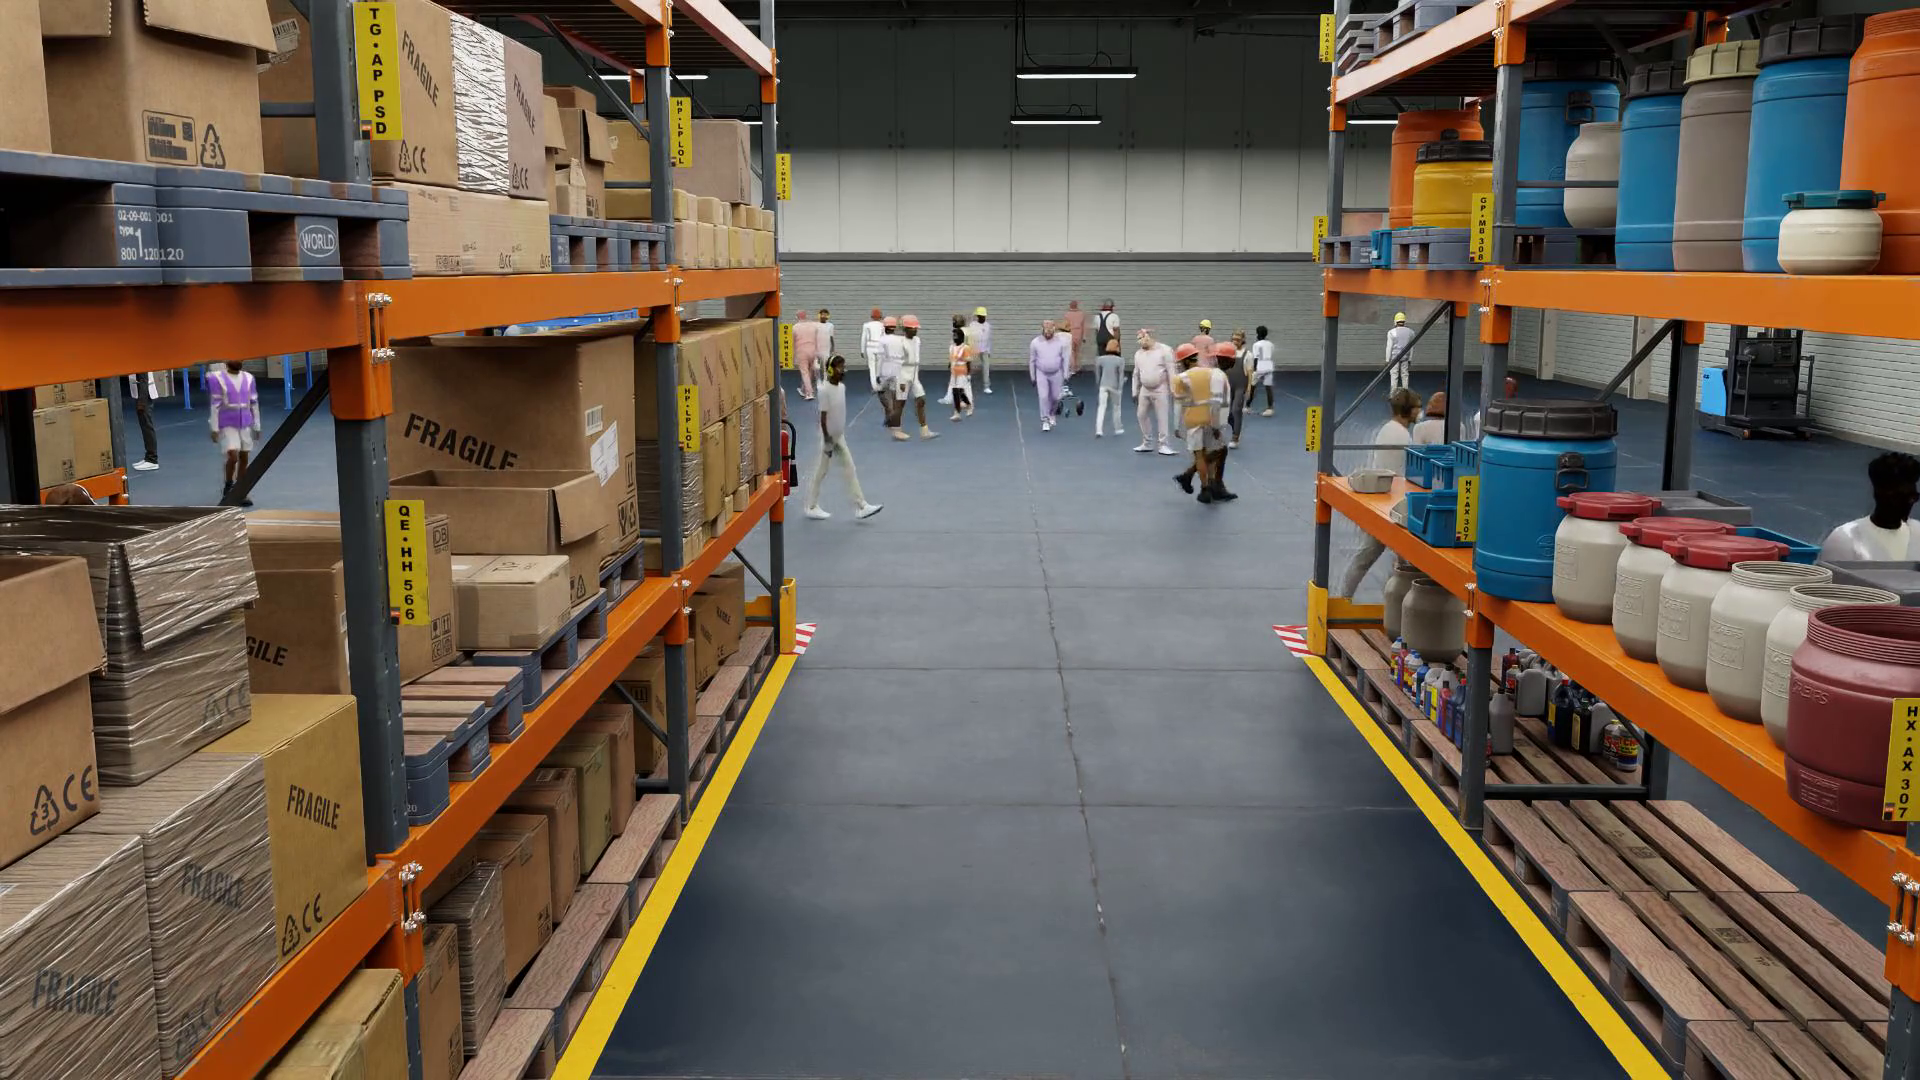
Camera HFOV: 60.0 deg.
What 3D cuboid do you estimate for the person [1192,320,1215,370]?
[{"bbox_3d":[4.681,-3.345,31.927,0.325,1.760,0.523,-9,13,-43],"label":"person"}]

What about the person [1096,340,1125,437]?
[{"bbox_3d":[2.457,-2.499,27.377,0.518,1.585,0.875,4,10,22],"label":"person"}]

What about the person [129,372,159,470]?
[{"bbox_3d":[-11.325,-1.943,23.051,0.392,1.920,0.588,-5,11,-27],"label":"person"}]

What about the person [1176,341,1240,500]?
[{"bbox_3d":[3.006,-1.433,19.986,0.679,1.921,0.572,2,10,14],"label":"person"}]

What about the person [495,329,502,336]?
[{"bbox_3d":[-10.862,-4.704,39.542,0.479,1.933,0.627,0,9,-2],"label":"person"}]

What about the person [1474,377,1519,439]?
[{"bbox_3d":[4.739,-0.530,14.846,0.966,1.849,0.593,-5,11,-29],"label":"person"}]

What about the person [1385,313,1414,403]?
[{"bbox_3d":[8.926,-3.702,33.839,0.588,1.834,0.403,-2,10,-13],"label":"person"}]

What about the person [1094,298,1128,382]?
[{"bbox_3d":[3.548,-4.661,39.094,0.703,2.000,0.825,8,13,41],"label":"person"}]

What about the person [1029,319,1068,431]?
[{"bbox_3d":[1.505,-2.824,28.408,0.666,1.887,0.545,-1,9,-3],"label":"person"}]

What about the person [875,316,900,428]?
[{"bbox_3d":[-1.217,-2.913,28.849,0.580,1.917,0.415,-6,11,-32],"label":"person"}]

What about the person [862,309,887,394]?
[{"bbox_3d":[-1.847,-4.135,36.417,0.584,1.851,0.955,-1,10,-8],"label":"person"}]

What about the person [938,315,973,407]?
[{"bbox_3d":[-0.113,-3.555,33.001,0.856,1.808,0.645,2,10,10],"label":"person"}]

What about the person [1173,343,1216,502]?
[{"bbox_3d":[2.837,-1.408,19.949,0.583,1.881,0.531,-4,10,-22],"label":"person"}]

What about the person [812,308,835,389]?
[{"bbox_3d":[-3.008,-4.167,36.590,0.521,1.846,0.507,-1,10,-6],"label":"person"}]

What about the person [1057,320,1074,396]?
[{"bbox_3d":[2.236,-3.906,35.707,0.507,1.617,0.362,9,13,44],"label":"person"}]

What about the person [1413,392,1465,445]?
[{"bbox_3d":[4.522,-0.586,15.773,0.505,1.633,0.279,0,9,0],"label":"person"}]

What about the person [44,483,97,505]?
[{"bbox_3d":[-4.073,0.652,7.736,0.622,1.845,0.429,-3,10,-15],"label":"person"}]

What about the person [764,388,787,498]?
[{"bbox_3d":[-2.262,-1.265,19.828,0.523,1.636,0.310,9,13,43],"label":"person"}]

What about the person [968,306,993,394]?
[{"bbox_3d":[0.401,-4.200,36.652,0.598,1.899,0.884,-6,11,-32],"label":"person"}]

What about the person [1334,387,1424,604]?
[{"bbox_3d":[3.358,-0.235,12.904,1.007,1.891,0.648,1,10,7],"label":"person"}]

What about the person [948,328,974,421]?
[{"bbox_3d":[-0.007,-2.991,30.016,0.403,1.680,0.549,-8,13,-41],"label":"person"}]

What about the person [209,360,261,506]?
[{"bbox_3d":[-8.462,-1.347,19.465,0.413,1.919,0.577,8,12,39],"label":"person"}]

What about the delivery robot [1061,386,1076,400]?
[{"bbox_3d":[1.985,-2.767,31.133,0.335,0.223,0.698,4,10,22],"label":"delivery robot"}]

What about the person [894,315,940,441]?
[{"bbox_3d":[-0.732,-2.574,26.557,0.943,2.001,0.638,7,12,37],"label":"person"}]

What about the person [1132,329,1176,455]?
[{"bbox_3d":[2.906,-2.207,24.819,0.751,1.863,0.395,7,11,34],"label":"person"}]

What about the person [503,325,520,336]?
[{"bbox_3d":[-8.528,-3.389,31.656,0.373,1.938,0.627,-1,10,-8],"label":"person"}]

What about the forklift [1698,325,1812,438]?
[{"bbox_3d":[13.248,-3.165,27.620,1.129,2.768,1.873,0,9,1],"label":"forklift"}]

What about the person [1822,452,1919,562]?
[{"bbox_3d":[4.540,0.542,8.121,0.616,1.923,0.913,-2,10,-11],"label":"person"}]

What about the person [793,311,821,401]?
[{"bbox_3d":[-3.282,-3.851,34.697,0.663,1.839,1.075,-5,11,-30],"label":"person"}]

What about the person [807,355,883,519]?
[{"bbox_3d":[-1.328,-1.122,18.401,0.979,1.821,0.557,6,11,31],"label":"person"}]

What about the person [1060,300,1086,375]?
[{"bbox_3d":[2.827,-5.161,42.438,0.673,1.872,0.878,-3,10,-19],"label":"person"}]

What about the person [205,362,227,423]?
[{"bbox_3d":[-13.298,-3.028,29.737,0.328,1.865,0.516,3,10,17],"label":"person"}]

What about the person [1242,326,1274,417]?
[{"bbox_3d":[5.576,-3.149,31.030,0.532,1.657,0.828,-6,11,-31],"label":"person"}]

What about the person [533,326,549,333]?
[{"bbox_3d":[-10.553,-4.961,41.993,0.414,1.621,0.544,7,12,35],"label":"person"}]

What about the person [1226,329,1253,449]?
[{"bbox_3d":[4.268,-2.343,25.692,0.540,1.832,0.586,6,11,31],"label":"person"}]
